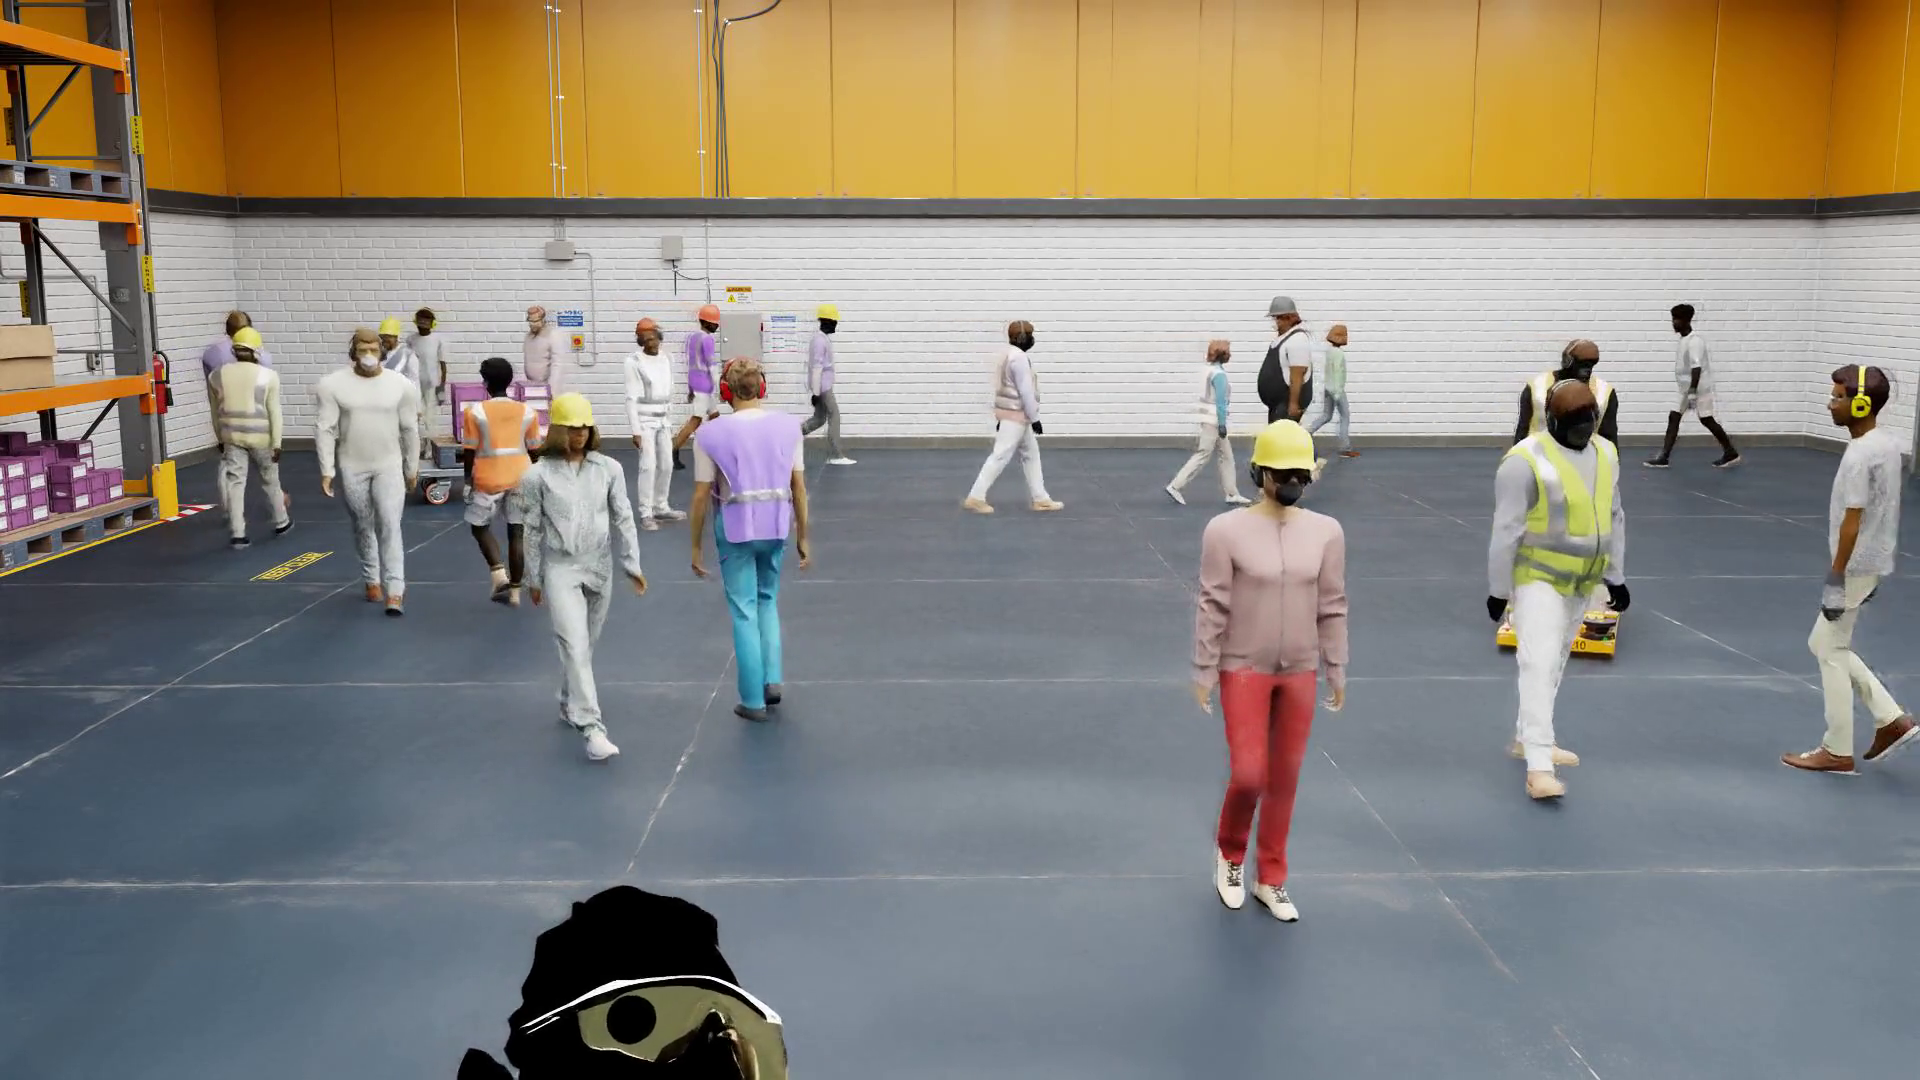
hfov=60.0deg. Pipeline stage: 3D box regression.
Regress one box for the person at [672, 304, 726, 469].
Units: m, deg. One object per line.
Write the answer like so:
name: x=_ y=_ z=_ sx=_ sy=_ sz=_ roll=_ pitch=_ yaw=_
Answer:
person: x=-2.978 y=-1.739 z=18.902 sx=0.952 sy=1.884 sz=0.542 roll=-4 pitch=10 yaw=-22

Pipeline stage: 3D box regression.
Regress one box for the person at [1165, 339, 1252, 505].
person: x=2.386 y=-1.129 z=15.974 sx=0.823 sy=1.607 sz=0.528 roll=0 pitch=9 yaw=1

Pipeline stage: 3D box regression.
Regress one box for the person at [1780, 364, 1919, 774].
person: x=3.992 y=0.145 z=7.408 sx=0.449 sy=1.852 sz=0.544 roll=7 pitch=12 yaw=38

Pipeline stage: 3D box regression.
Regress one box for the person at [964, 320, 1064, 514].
person: x=0.476 y=-1.138 z=15.431 sx=0.950 sy=1.805 sz=0.614 roll=-1 pitch=9 yaw=-4

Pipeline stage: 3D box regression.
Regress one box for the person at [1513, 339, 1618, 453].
person: x=4.069 y=-0.454 z=11.217 sx=0.644 sy=1.803 sz=0.570 roll=2 pitch=9 yaw=10

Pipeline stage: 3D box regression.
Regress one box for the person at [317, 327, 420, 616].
person: x=-3.906 y=-0.459 z=11.030 sx=0.640 sy=1.890 sz=1.009 roll=-3 pitch=10 yaw=-17

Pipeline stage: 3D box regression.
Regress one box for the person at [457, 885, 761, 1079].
person: x=-0.212 y=1.136 z=1.059 sx=0.630 sy=1.940 sz=0.372 roll=5 pitch=11 yaw=29

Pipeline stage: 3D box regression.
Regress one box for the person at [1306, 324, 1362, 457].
person: x=4.466 y=-1.795 z=20.021 sx=0.738 sy=1.609 sz=0.499 roll=-1 pitch=9 yaw=-8

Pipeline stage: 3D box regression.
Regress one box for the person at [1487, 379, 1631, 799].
person: x=2.628 y=0.195 z=7.308 sx=0.668 sy=1.799 sz=0.717 roll=-5 pitch=11 yaw=-29

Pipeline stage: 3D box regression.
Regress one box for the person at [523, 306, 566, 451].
person: x=-4.783 y=-1.711 z=18.787 sx=0.710 sy=1.848 sz=0.956 roll=7 pitch=12 yaw=37

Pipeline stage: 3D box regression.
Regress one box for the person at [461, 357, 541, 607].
person: x=-3.062 y=-0.381 z=11.115 sx=0.554 sy=1.683 sz=0.376 roll=-6 pitch=11 yaw=-33

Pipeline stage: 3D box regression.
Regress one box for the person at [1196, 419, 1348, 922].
person: x=1.089 y=0.458 z=5.749 sx=0.545 sy=1.754 sz=0.364 roll=-2 pitch=10 yaw=-15

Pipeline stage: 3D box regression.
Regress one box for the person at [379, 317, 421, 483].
person: x=-5.898 y=-1.424 z=17.264 sx=0.591 sy=1.779 sz=0.977 roll=3 pitch=10 yaw=16

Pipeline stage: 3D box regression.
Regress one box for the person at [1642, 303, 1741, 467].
person: x=8.408 y=-1.741 z=18.904 sx=1.060 sy=1.889 sz=0.619 roll=0 pitch=9 yaw=2

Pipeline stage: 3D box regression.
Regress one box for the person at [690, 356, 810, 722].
person: x=-1.059 y=0.000 z=8.347 sx=0.605 sy=1.825 sz=0.489 roll=-5 pitch=11 yaw=-30

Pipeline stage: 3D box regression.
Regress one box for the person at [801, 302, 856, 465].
person: x=-1.654 y=-1.792 z=19.165 sx=0.820 sy=1.888 sz=0.589 roll=-1 pitch=9 yaw=-7

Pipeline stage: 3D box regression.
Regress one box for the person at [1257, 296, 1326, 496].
person: x=3.318 y=-1.453 z=16.623 sx=0.691 sy=2.000 sz=0.704 roll=-1 pitch=9 yaw=-3

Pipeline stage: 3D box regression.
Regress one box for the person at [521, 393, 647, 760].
person: x=-1.799 y=0.150 z=7.861 sx=0.502 sy=1.695 sz=0.925 roll=-6 pitch=11 yaw=-34

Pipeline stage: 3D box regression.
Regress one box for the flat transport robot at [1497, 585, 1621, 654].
flat transport robot: x=3.762 y=0.448 z=10.378 sx=0.652 sy=0.197 sz=1.431 roll=4 pitch=10 yaw=23

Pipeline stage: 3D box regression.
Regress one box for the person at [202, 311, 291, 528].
person: x=-6.369 y=-1.088 z=14.847 sx=0.636 sy=1.892 sz=0.991 roll=0 pitch=9 yaw=-1

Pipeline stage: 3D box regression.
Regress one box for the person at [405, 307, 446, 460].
person: x=-6.077 y=-1.708 z=18.812 sx=0.607 sy=1.834 sz=0.425 roll=2 pitch=9 yaw=11

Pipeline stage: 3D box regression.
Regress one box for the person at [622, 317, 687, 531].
person: x=-2.676 y=-1.007 z=14.463 sx=0.437 sy=1.853 sz=0.691 roll=6 pitch=11 yaw=32

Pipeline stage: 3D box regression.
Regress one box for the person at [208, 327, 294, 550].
person: x=-5.826 y=-0.845 z=13.665 sx=0.607 sy=1.781 sz=0.923 roll=-1 pitch=9 yaw=-3
